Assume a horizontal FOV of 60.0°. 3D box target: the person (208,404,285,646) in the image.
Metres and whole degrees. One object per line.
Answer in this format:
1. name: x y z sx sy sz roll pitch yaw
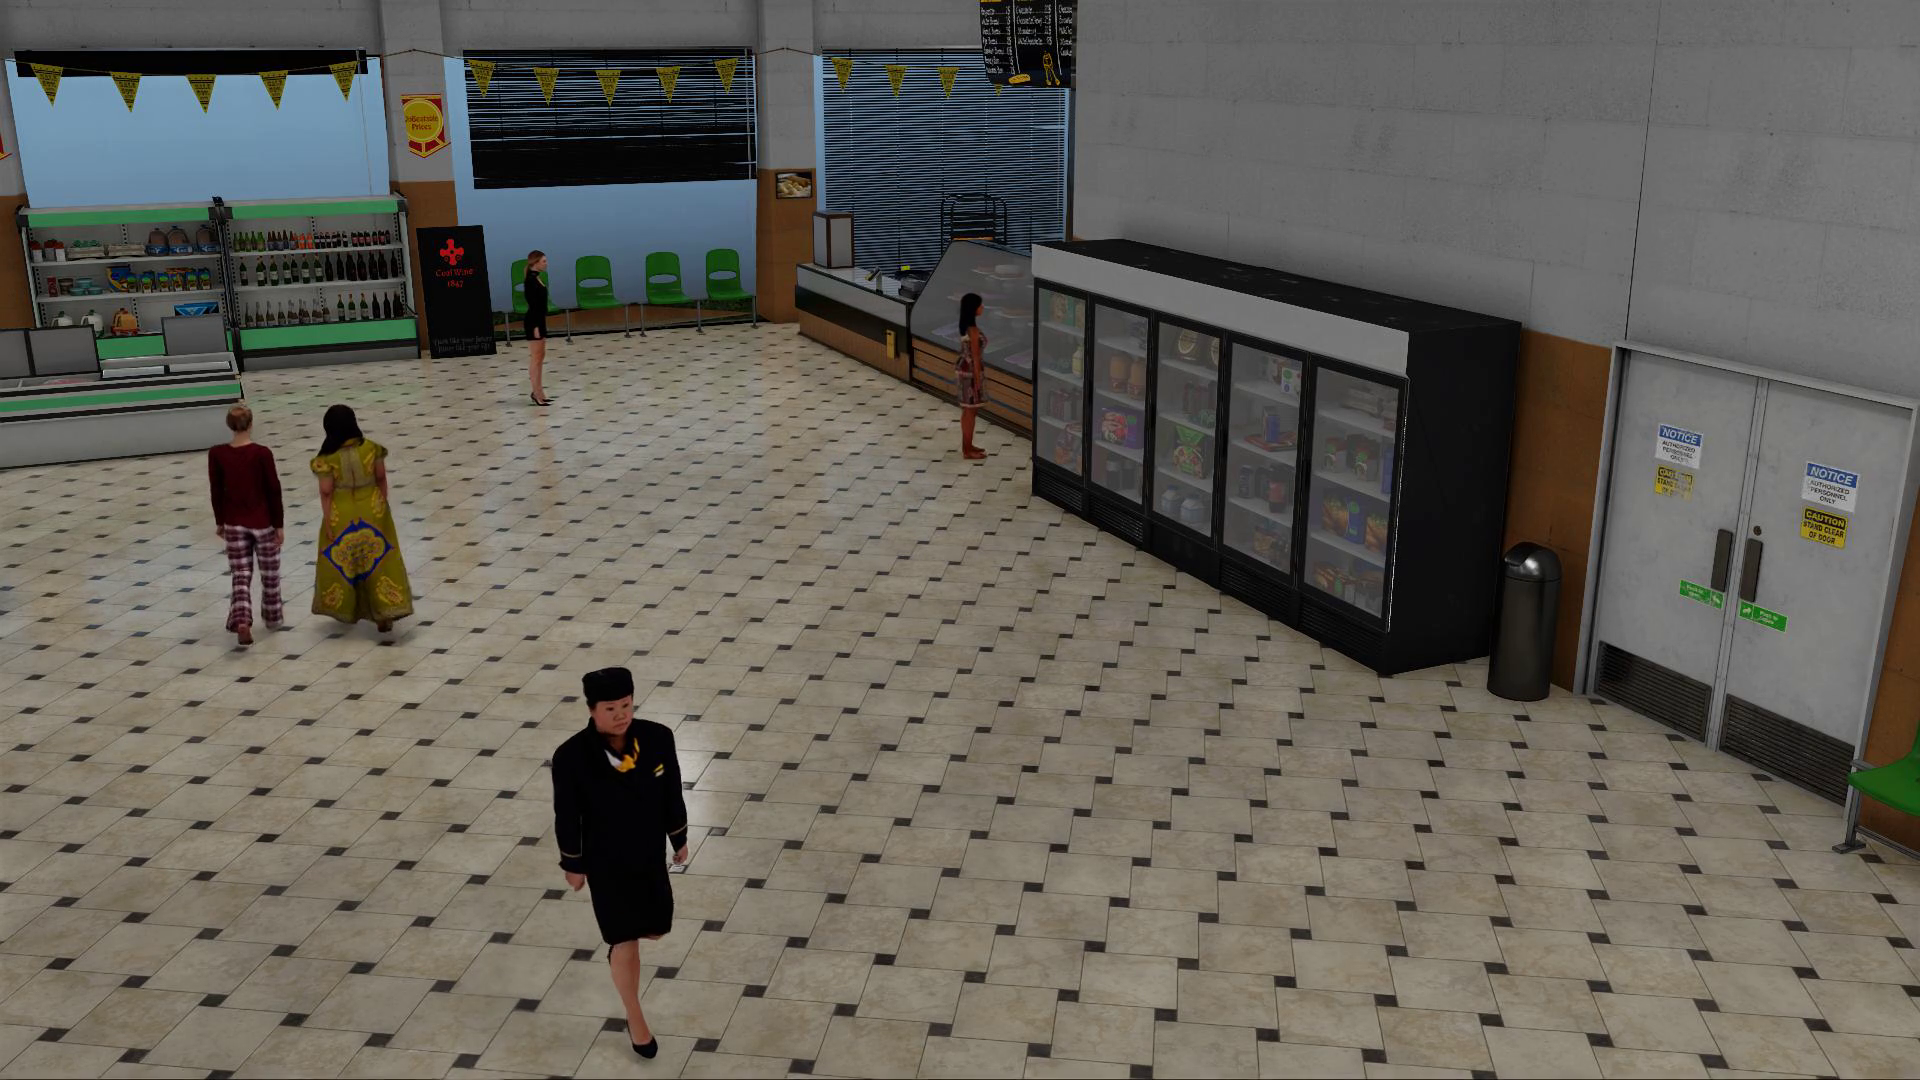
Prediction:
1. person: -4.907 -0.093 11.445 0.977 1.674 0.836 -3 17 -11

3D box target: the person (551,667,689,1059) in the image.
1. person: -1.396 1.293 6.904 0.829 1.660 0.779 -9 19 -27

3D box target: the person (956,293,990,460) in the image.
1. person: 0.098 -1.638 16.582 0.628 1.646 0.705 -4 17 -11

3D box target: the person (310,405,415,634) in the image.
1. person: -4.180 -0.120 11.602 1.036 1.634 0.899 -11 20 -32

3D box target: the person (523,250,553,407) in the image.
1. person: -4.809 -2.419 18.948 0.627 1.764 0.632 -2 17 -8
